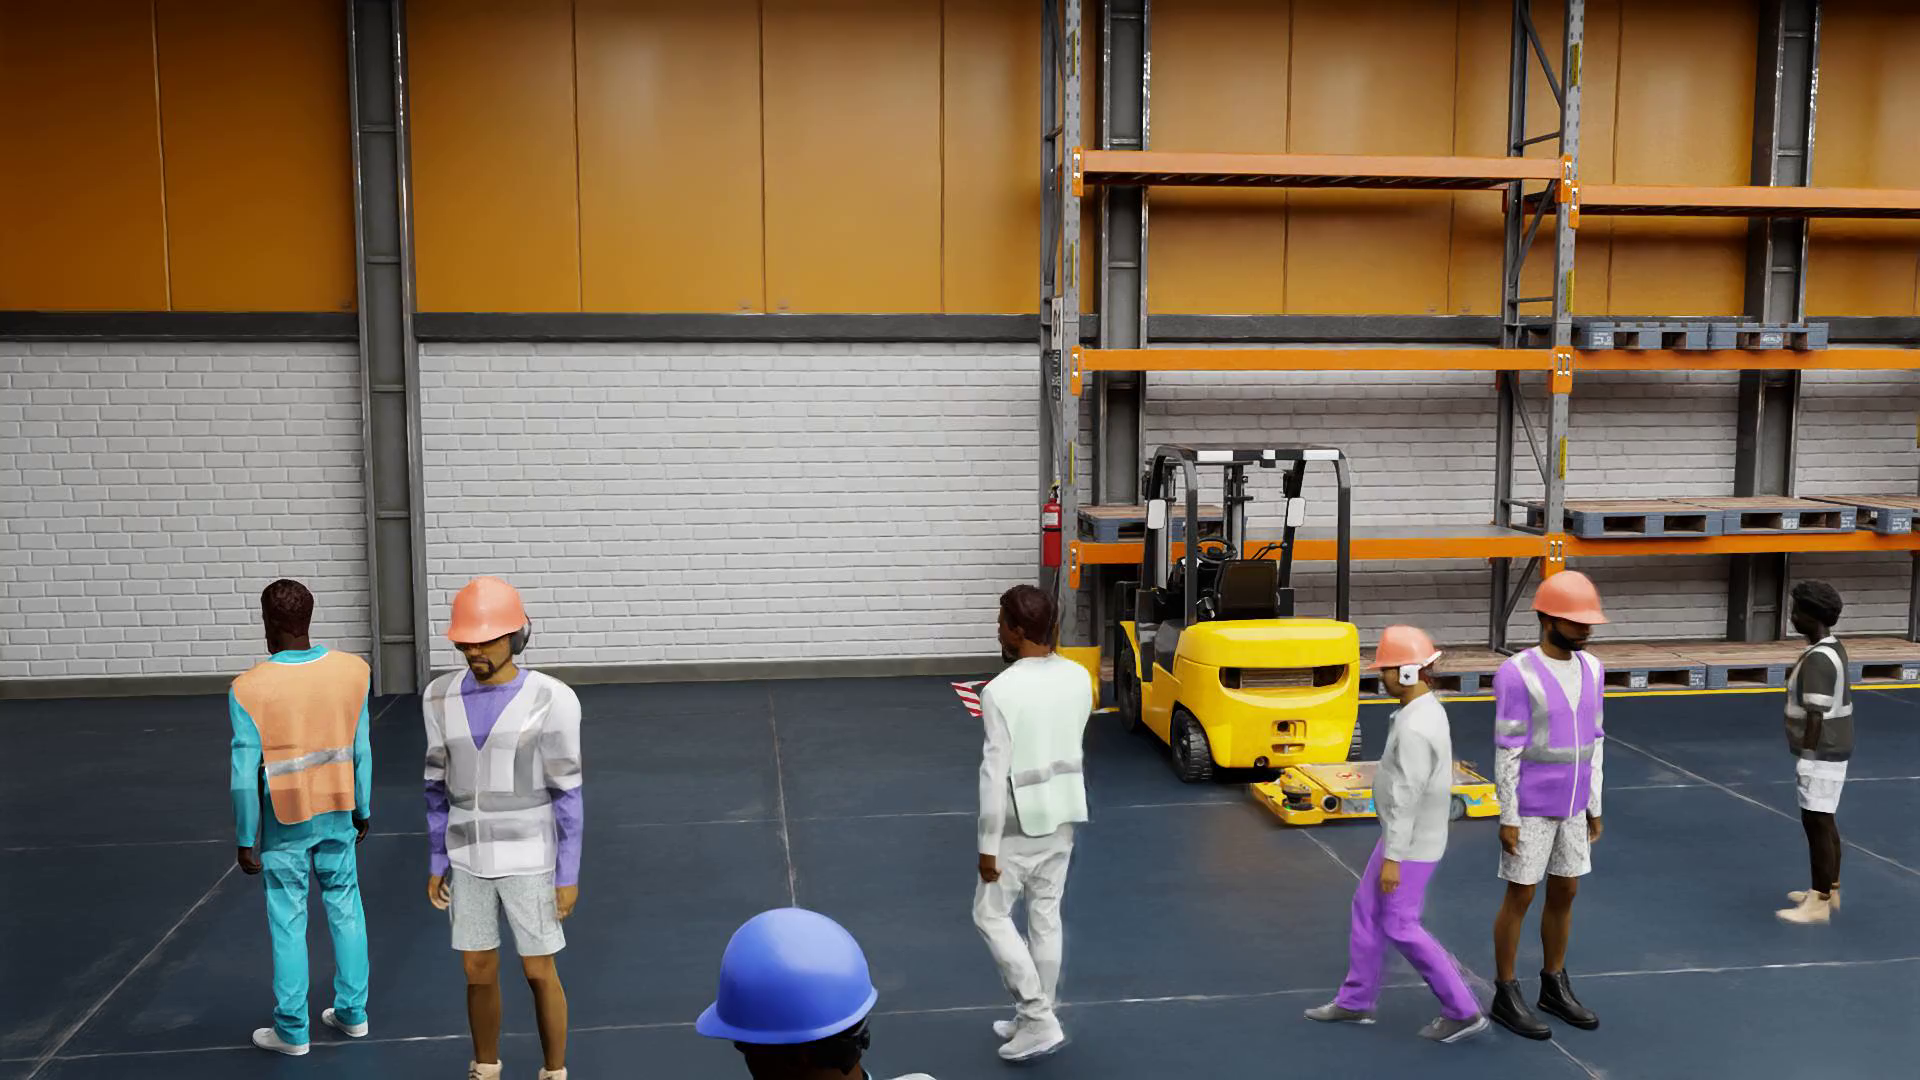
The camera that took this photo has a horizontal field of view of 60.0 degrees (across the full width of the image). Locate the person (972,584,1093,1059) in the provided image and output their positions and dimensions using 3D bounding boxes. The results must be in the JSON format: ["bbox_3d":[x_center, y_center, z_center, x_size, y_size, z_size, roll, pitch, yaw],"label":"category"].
[{"bbox_3d":[0.292,1.121,6.599,0.612,1.908,0.434,-6,9,-42],"label":"person"}]

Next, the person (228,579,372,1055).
[{"bbox_3d":[-2.632,1.109,6.692,0.397,1.911,0.587,5,8,40],"label":"person"}]

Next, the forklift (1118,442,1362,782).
[{"bbox_3d":[1.912,0.418,11.496,1.214,2.155,2.313,-1,7,-8],"label":"forklift"}]

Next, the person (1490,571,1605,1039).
[{"bbox_3d":[2.446,1.081,6.849,0.545,1.930,0.388,-3,7,-24],"label":"person"}]

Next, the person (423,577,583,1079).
[{"bbox_3d":[-1.639,1.136,5.912,0.606,2.035,0.403,2,7,15],"label":"person"}]

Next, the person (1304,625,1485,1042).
[{"bbox_3d":[1.809,1.198,6.835,0.710,1.698,0.602,2,7,14],"label":"person"}]

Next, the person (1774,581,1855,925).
[{"bbox_3d":[4.235,1.044,8.213,0.319,1.687,0.549,4,8,31],"label":"person"}]

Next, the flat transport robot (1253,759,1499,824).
[{"bbox_3d":[2.578,1.524,10.156,1.431,0.197,0.652,-1,7,-9],"label":"flat transport robot"}]

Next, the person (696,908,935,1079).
[{"bbox_3d":[-0.207,1.547,2.740,0.418,1.937,0.612,4,8,33],"label":"person"}]
